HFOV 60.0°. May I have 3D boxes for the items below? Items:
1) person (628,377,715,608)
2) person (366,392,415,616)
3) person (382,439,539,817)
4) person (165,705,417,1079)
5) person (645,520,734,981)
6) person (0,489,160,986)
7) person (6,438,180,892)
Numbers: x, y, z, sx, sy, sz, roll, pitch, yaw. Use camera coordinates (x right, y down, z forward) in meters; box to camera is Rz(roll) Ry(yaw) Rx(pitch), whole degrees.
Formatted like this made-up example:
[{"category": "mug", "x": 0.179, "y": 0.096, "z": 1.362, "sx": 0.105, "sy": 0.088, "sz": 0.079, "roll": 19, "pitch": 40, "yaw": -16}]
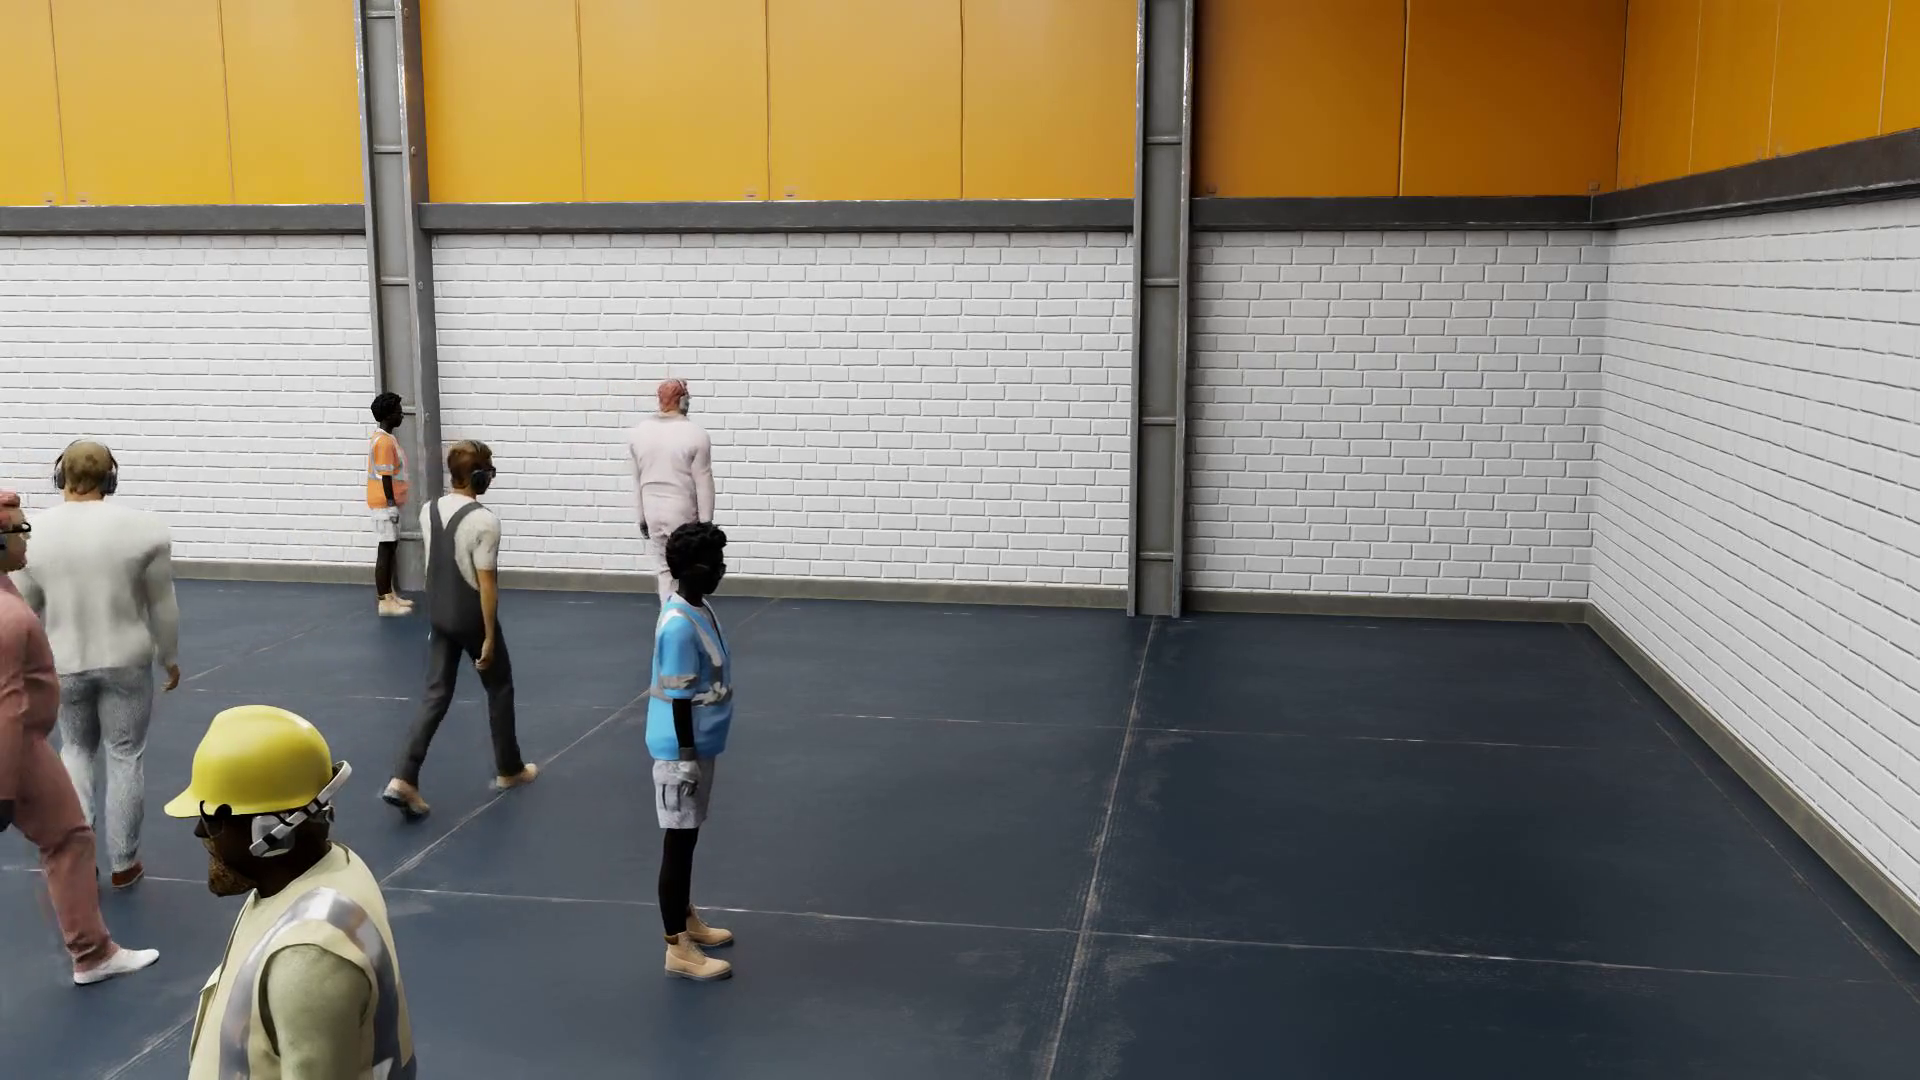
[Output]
[{"category": "person", "x": -1.940, "y": -0.158, "z": 11.281, "sx": 0.655, "sy": 1.889, "sz": 0.526, "roll": 4, "pitch": 10, "yaw": 23}, {"category": "person", "x": -4.331, "y": -0.273, "z": 12.611, "sx": 0.320, "sy": 1.694, "sz": 0.531, "roll": -3, "pitch": 10, "yaw": -16}, {"category": "person", "x": -2.435, "y": 0.416, "z": 8.031, "sx": 0.500, "sy": 1.808, "sz": 0.934, "roll": 4, "pitch": 10, "yaw": 23}, {"category": "person", "x": -1.227, "y": 1.200, "z": 3.129, "sx": 0.403, "sy": 1.825, "sz": 0.591, "roll": -4, "pitch": 10, "yaw": -23}, {"category": "person", "x": -1.002, "y": 0.765, "z": 6.191, "sx": 0.322, "sy": 1.695, "sz": 0.536, "roll": -1, "pitch": 9, "yaw": -3}, {"category": "person", "x": -3.425, "y": 0.750, "z": 5.787, "sx": 0.632, "sy": 1.861, "sz": 0.977, "roll": 6, "pitch": 11, "yaw": 33}, {"category": "person", "x": -3.604, "y": 0.529, "z": 6.976, "sx": 0.624, "sy": 1.916, "sz": 0.444, "roll": -3, "pitch": 10, "yaw": -18}]
